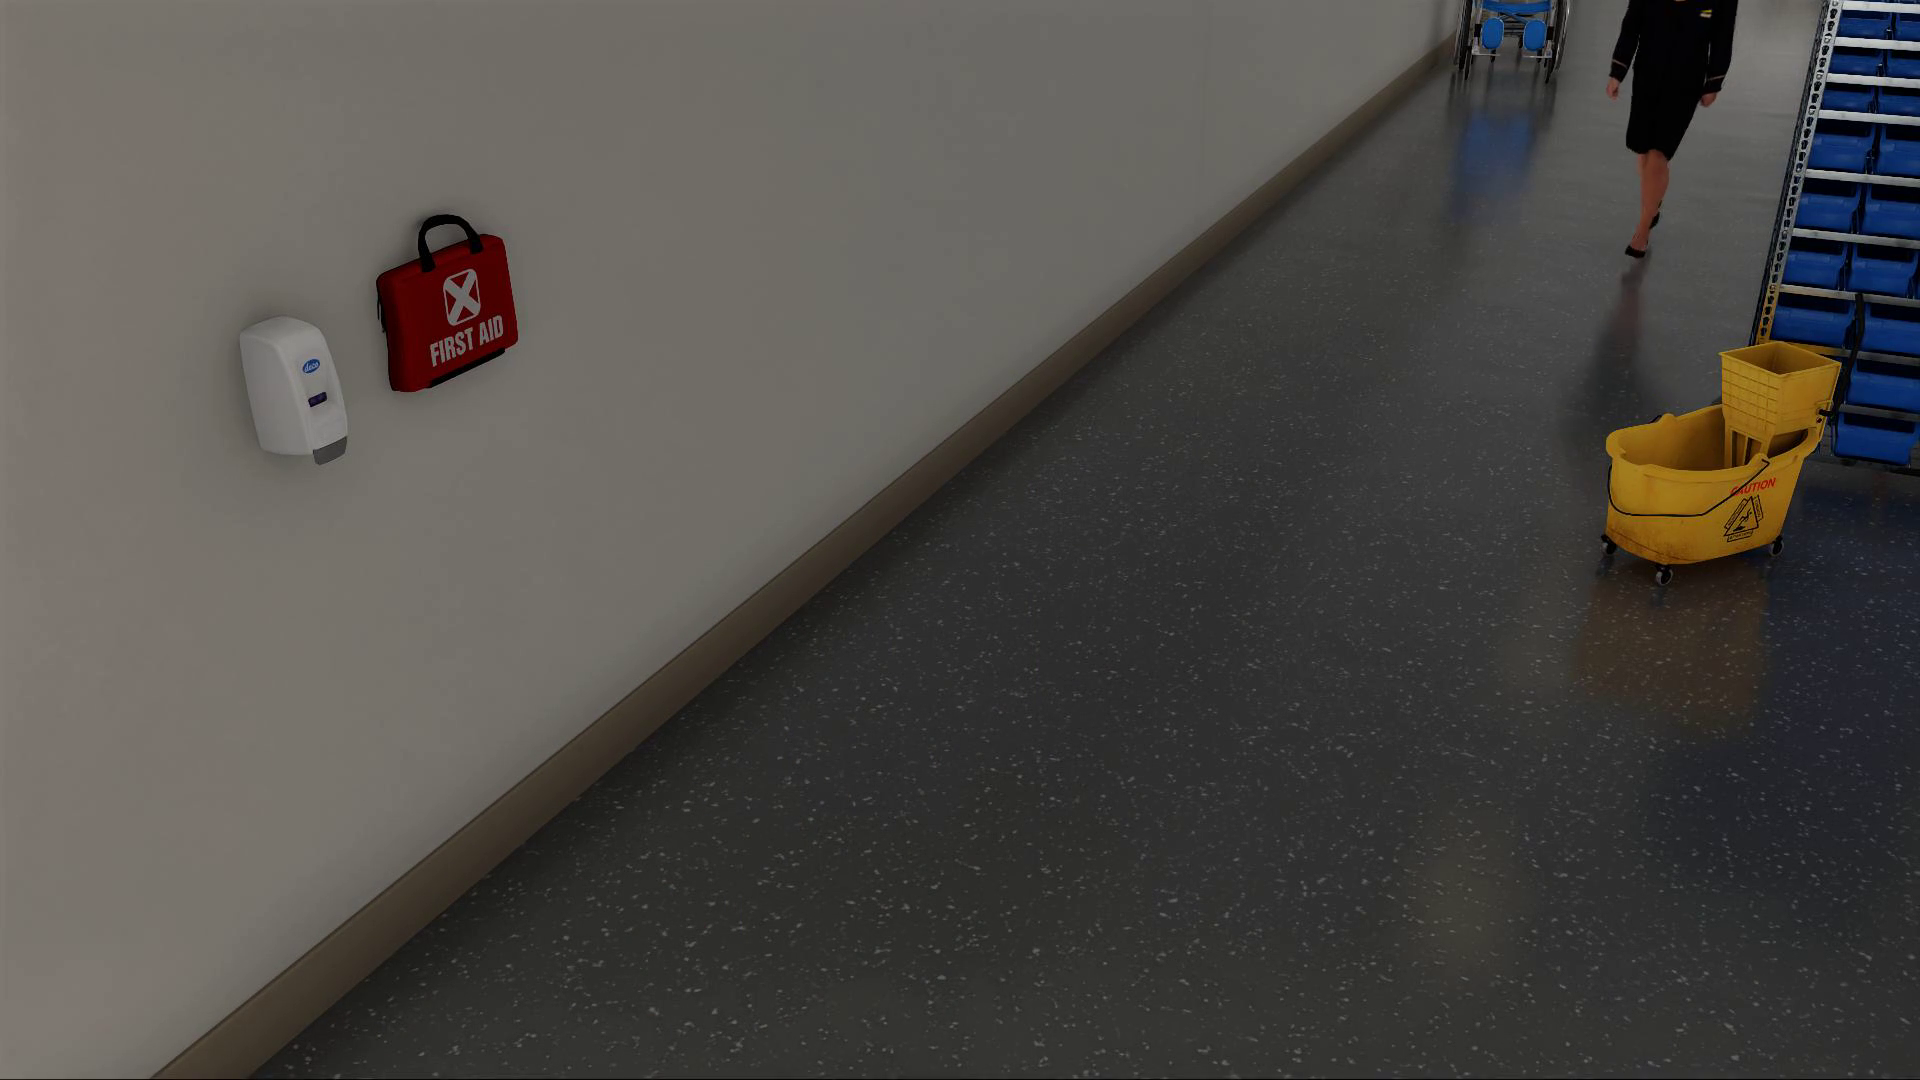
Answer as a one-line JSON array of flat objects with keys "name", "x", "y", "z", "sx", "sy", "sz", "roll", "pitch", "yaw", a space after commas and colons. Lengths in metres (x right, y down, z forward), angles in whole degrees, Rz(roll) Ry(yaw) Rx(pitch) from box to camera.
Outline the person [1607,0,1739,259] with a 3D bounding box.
[{"name": "person", "x": 3.657, "y": -2.323, "z": 8.596, "sx": 1.076, "sy": 1.633, "sz": 0.898, "roll": 18, "pitch": 31, "yaw": 33}]
